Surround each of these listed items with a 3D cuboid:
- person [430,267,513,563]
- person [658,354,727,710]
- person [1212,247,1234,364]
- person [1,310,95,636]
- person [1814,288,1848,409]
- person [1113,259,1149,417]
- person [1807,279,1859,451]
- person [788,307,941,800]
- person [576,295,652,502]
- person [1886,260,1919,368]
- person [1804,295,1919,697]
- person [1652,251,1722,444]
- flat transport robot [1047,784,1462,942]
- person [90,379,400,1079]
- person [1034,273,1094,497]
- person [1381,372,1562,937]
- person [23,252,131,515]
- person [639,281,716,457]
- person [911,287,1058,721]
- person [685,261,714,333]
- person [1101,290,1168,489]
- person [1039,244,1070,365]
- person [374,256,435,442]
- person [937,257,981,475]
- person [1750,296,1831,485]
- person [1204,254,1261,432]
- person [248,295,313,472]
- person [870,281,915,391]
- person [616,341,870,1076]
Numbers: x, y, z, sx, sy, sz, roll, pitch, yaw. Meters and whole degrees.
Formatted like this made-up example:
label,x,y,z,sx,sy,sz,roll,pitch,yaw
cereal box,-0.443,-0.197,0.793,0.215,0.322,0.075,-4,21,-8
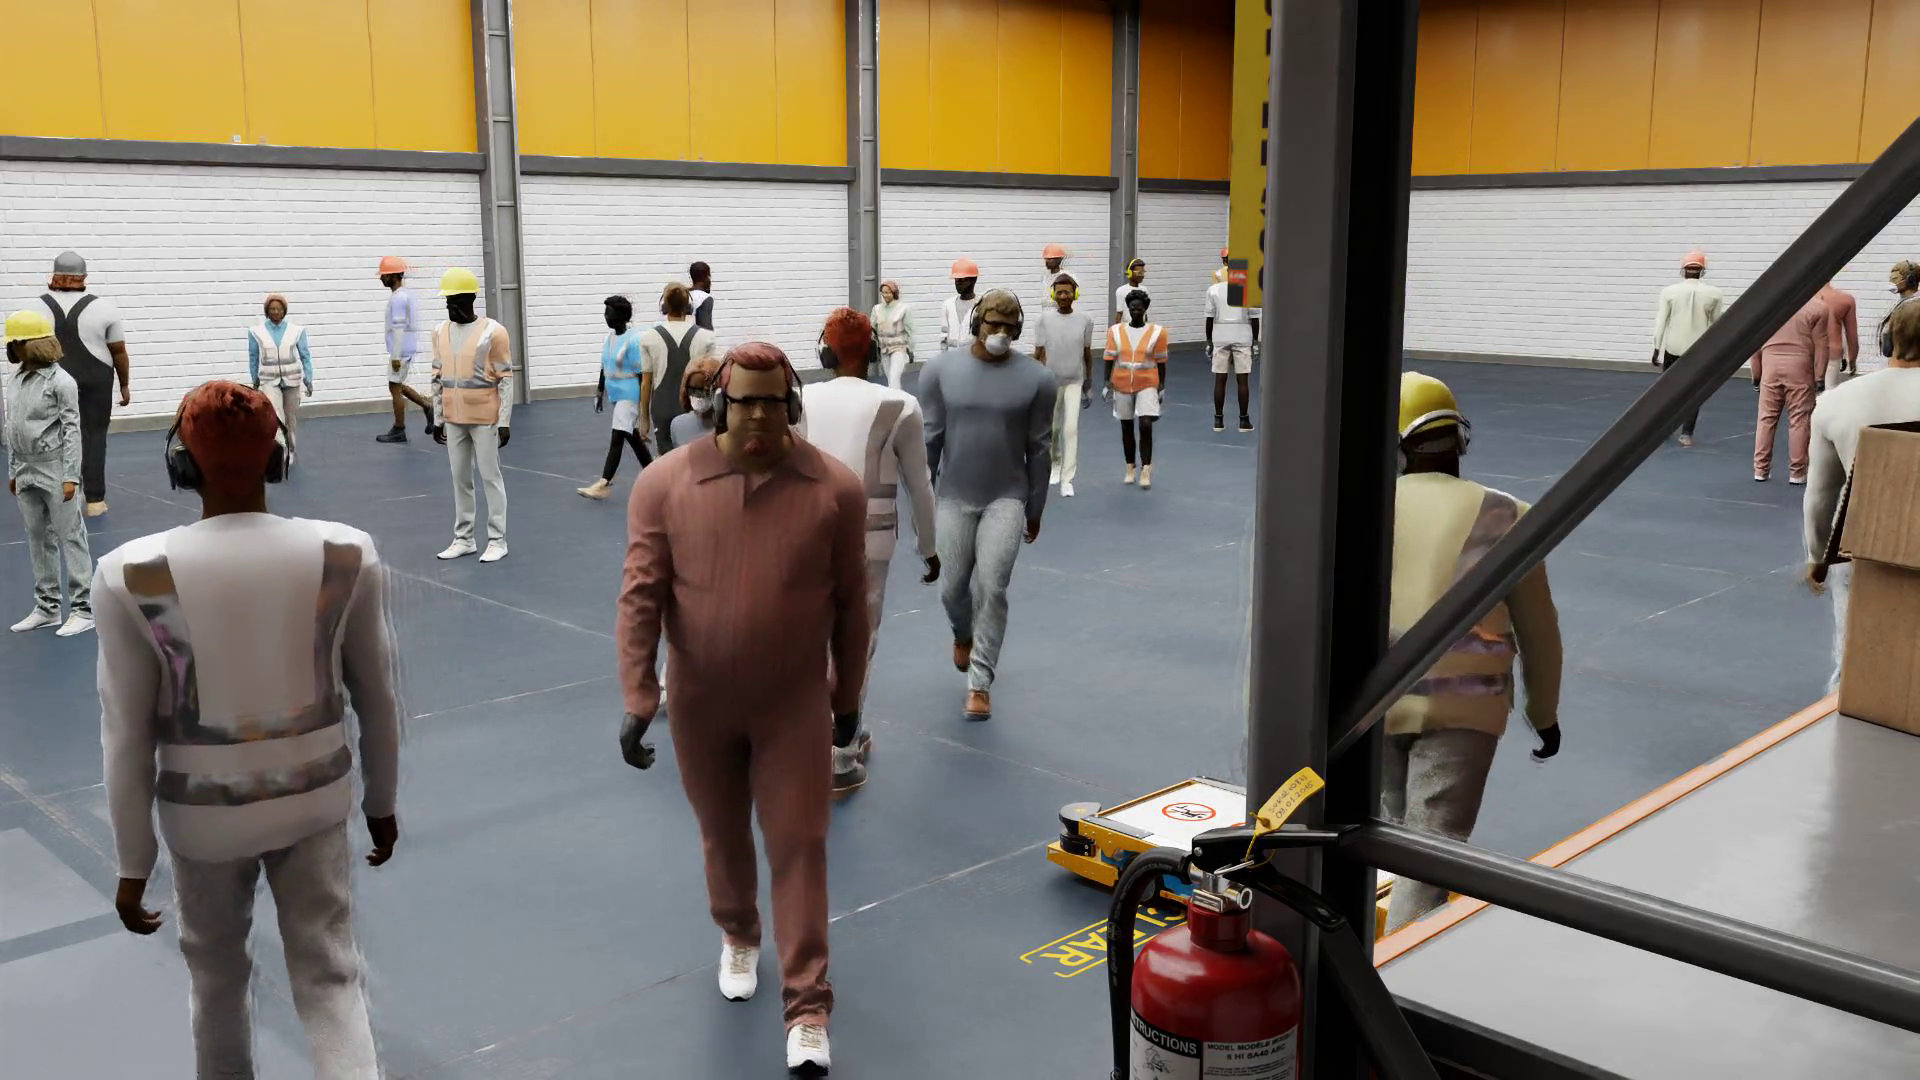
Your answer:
label,x,y,z,sx,sy,sz,roll,pitch,yaw
person,-3.207,-0.810,10.873,0.594,1.925,0.376,4,11,20
person,-1.130,-0.019,7.437,0.500,1.601,0.753,5,11,23
person,4.419,-3.867,27.512,0.544,1.939,0.353,0,10,-2
person,-4.903,-0.354,8.892,0.486,1.742,0.300,4,11,21
person,8.670,-1.916,16.945,0.630,1.901,0.717,3,11,14
person,2.028,-2.358,19.524,0.505,1.857,0.328,-9,13,-39
person,8.331,-1.769,16.116,0.653,1.917,1.056,6,12,28
person,-0.391,0.027,6.509,0.600,1.848,0.844,3,11,15
person,-2.777,-1.149,13.471,0.847,1.644,0.540,-8,13,-38
person,7.904,-1.369,13.936,0.380,1.932,0.623,3,11,14
person,3.425,0.077,6.054,0.734,1.913,0.667,-10,14,-43
person,7.510,-1.996,17.252,0.631,1.954,0.860,3,11,16
flat transport robot,1.022,1.042,5.290,0.652,0.197,1.431,-10,14,-44
person,-1.448,0.591,3.486,0.589,1.849,0.936,-6,12,-31
person,0.852,-1.322,13.945,0.531,1.836,0.937,1,10,4
person,1.262,0.447,4.463,0.604,1.772,0.904,8,13,36
person,-6.818,-1.242,12.915,0.701,2.000,0.923,-3,11,-17
person,-1.883,-0.810,11.153,0.505,1.831,0.414,-2,11,-12
person,0.110,-0.184,7.498,0.655,1.913,0.667,0,10,2
person,-2.722,-1.808,16.461,0.688,1.885,0.613,-7,12,-33
person,1.459,-1.266,14.056,0.542,1.673,0.713,3,11,16
person,1.145,-2.845,21.742,0.954,2.004,0.642,-9,13,-39
person,-5.731,-1.961,17.141,0.603,1.923,0.569,-2,11,-10
person,0.057,-1.511,14.665,0.547,1.939,0.376,6,12,30
person,7.131,-1.427,14.299,0.409,1.908,0.638,-10,14,-44
person,2.960,-2.151,18.077,0.608,1.966,0.371,4,11,20
person,-6.222,-1.447,15.264,0.524,1.590,0.875,-5,11,-24
person,-0.828,-2.132,18.958,0.527,1.602,0.824,7,12,32
person,-0.557,0.420,4.354,0.653,1.855,0.964,-1,10,-5
